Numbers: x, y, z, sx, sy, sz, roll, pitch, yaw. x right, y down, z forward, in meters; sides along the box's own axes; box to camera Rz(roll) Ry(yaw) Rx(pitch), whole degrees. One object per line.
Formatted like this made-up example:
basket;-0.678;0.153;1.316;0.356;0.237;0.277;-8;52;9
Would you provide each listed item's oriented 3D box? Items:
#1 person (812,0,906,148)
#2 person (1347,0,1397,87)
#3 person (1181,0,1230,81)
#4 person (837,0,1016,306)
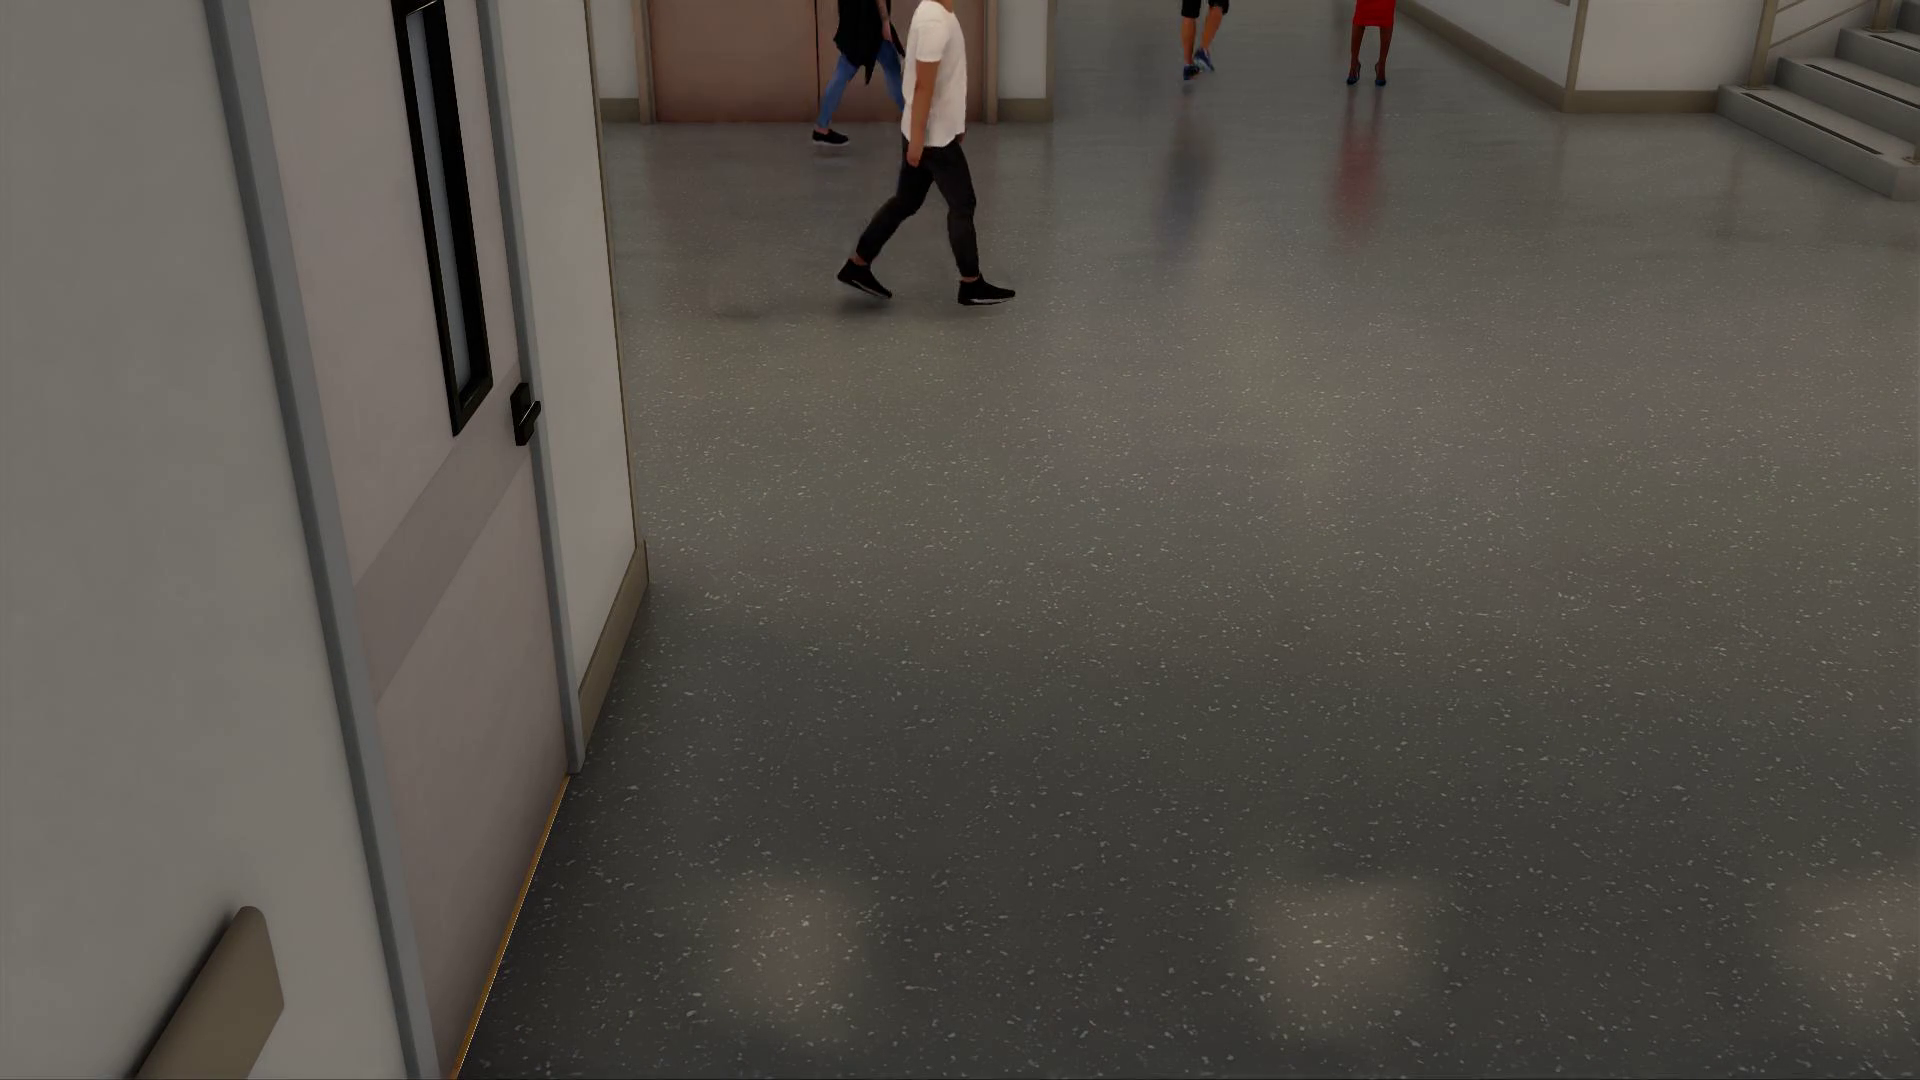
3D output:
person;-0.704;-3.304;10.694;1.209;1.629;0.847;-7;27;-13
person;3.274;-4.447;12.932;0.527;1.745;0.682;7;27;14
person;1.878;-4.534;12.990;0.731;1.851;0.806;11;28;21
person;-0.221;-1.886;7.660;1.085;1.680;0.673;-2;26;-3
